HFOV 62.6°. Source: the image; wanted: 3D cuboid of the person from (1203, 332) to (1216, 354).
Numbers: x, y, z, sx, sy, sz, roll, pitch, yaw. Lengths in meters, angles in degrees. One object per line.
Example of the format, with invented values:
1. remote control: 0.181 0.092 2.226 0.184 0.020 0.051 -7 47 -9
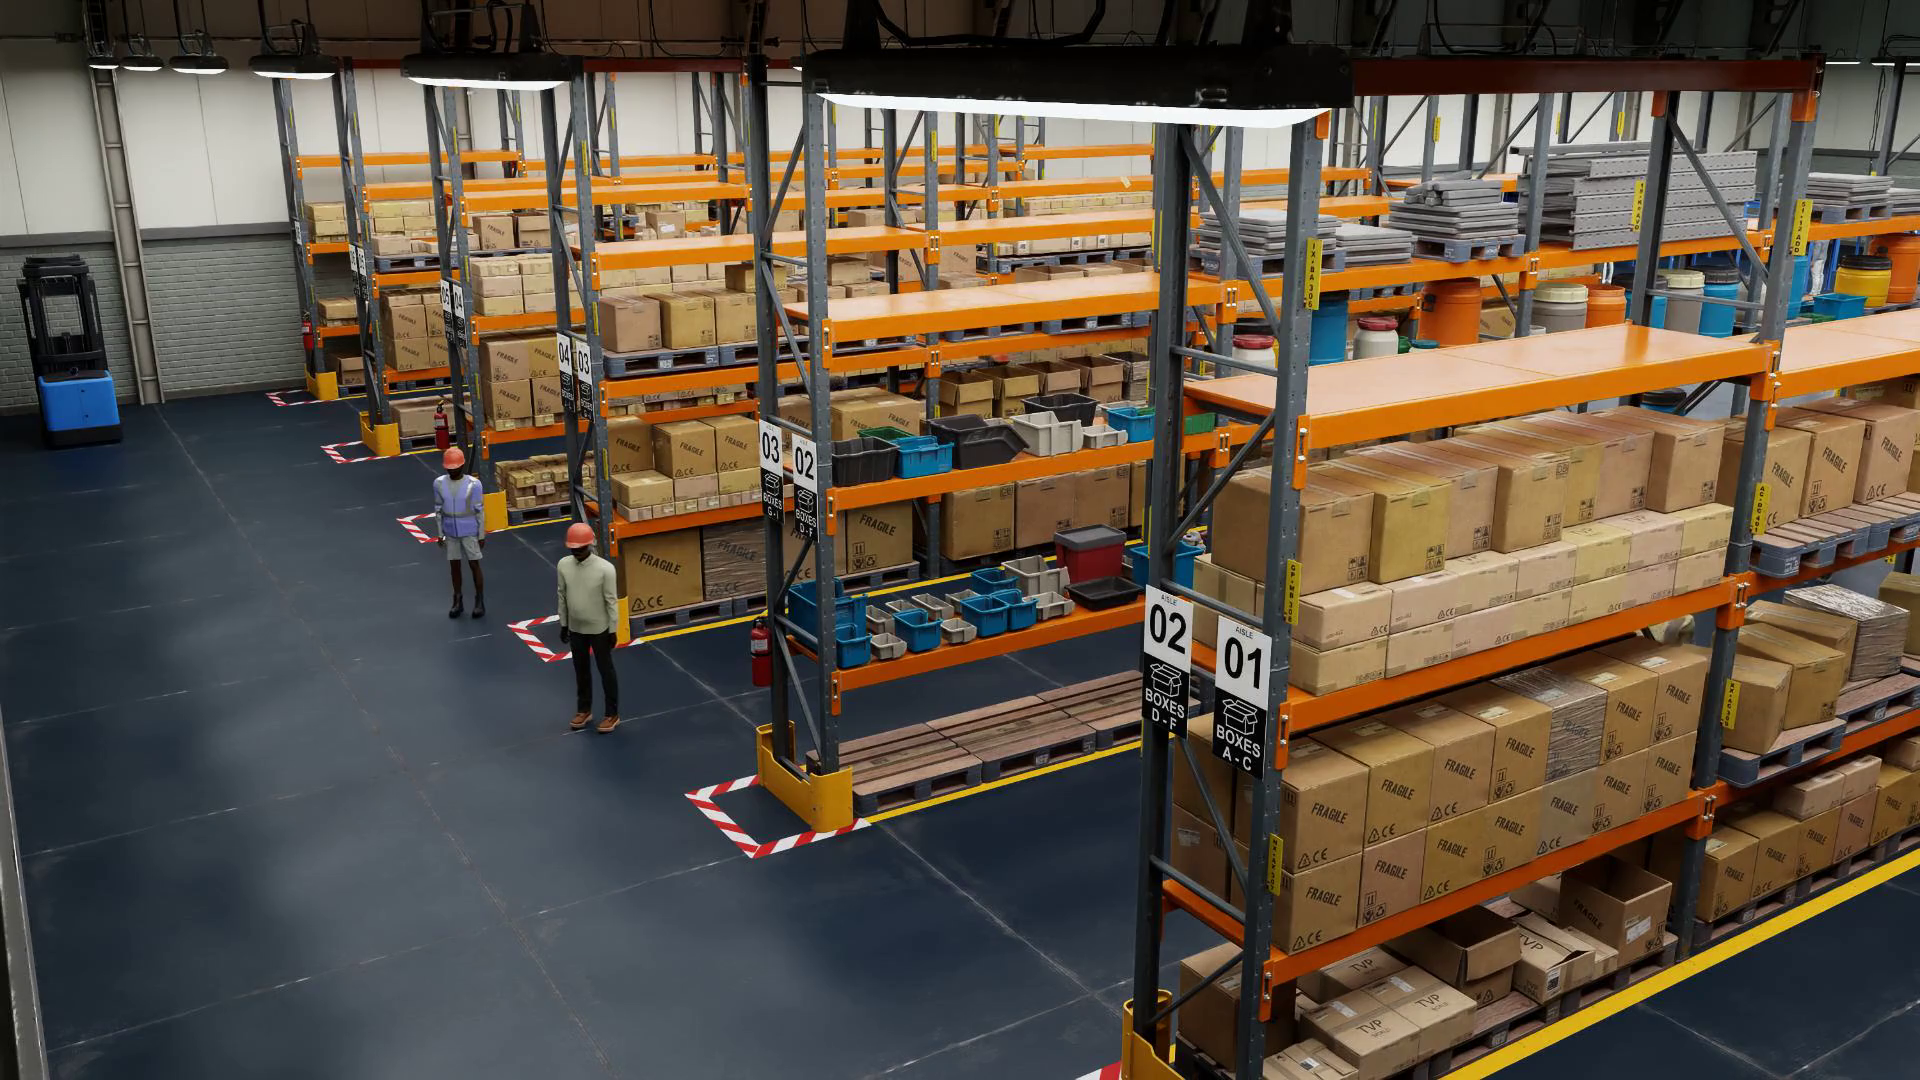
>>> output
1. person: 3.947 -2.387 25.069 0.986 1.873 0.601 -8 19 -25

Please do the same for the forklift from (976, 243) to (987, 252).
1. forklift: 0.988 -5.474 34.718 1.214 2.155 2.313 -10 20 -31

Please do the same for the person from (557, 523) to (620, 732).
1. person: -3.410 0.788 14.469 0.615 1.987 0.406 6 18 19

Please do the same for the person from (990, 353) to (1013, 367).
1. person: 0.505 -1.760 22.755 0.602 2.027 0.610 -8 19 -25

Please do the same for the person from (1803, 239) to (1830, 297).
1. person: 22.213 -7.232 40.854 0.627 1.934 0.371 -14 22 -39

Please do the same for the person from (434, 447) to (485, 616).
1. person: -5.519 -0.090 17.448 0.545 1.929 0.389 1 17 3

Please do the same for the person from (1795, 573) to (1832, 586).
1. person: 10.141 -0.379 18.384 0.619 1.921 0.908 16 23 42

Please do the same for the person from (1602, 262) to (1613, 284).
1. person: 17.949 -8.048 43.659 0.516 1.866 0.330 -5 18 -16

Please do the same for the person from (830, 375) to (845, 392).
1. person: -1.613 -1.392 21.901 0.883 1.808 0.659 -8 19 -25

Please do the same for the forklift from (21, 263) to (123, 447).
1. forklift: -14.518 -3.079 25.708 1.129 2.768 1.873 -10 20 -31

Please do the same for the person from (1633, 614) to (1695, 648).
1. person: 6.056 1.108 13.757 0.922 1.794 0.610 -11 20 -33
